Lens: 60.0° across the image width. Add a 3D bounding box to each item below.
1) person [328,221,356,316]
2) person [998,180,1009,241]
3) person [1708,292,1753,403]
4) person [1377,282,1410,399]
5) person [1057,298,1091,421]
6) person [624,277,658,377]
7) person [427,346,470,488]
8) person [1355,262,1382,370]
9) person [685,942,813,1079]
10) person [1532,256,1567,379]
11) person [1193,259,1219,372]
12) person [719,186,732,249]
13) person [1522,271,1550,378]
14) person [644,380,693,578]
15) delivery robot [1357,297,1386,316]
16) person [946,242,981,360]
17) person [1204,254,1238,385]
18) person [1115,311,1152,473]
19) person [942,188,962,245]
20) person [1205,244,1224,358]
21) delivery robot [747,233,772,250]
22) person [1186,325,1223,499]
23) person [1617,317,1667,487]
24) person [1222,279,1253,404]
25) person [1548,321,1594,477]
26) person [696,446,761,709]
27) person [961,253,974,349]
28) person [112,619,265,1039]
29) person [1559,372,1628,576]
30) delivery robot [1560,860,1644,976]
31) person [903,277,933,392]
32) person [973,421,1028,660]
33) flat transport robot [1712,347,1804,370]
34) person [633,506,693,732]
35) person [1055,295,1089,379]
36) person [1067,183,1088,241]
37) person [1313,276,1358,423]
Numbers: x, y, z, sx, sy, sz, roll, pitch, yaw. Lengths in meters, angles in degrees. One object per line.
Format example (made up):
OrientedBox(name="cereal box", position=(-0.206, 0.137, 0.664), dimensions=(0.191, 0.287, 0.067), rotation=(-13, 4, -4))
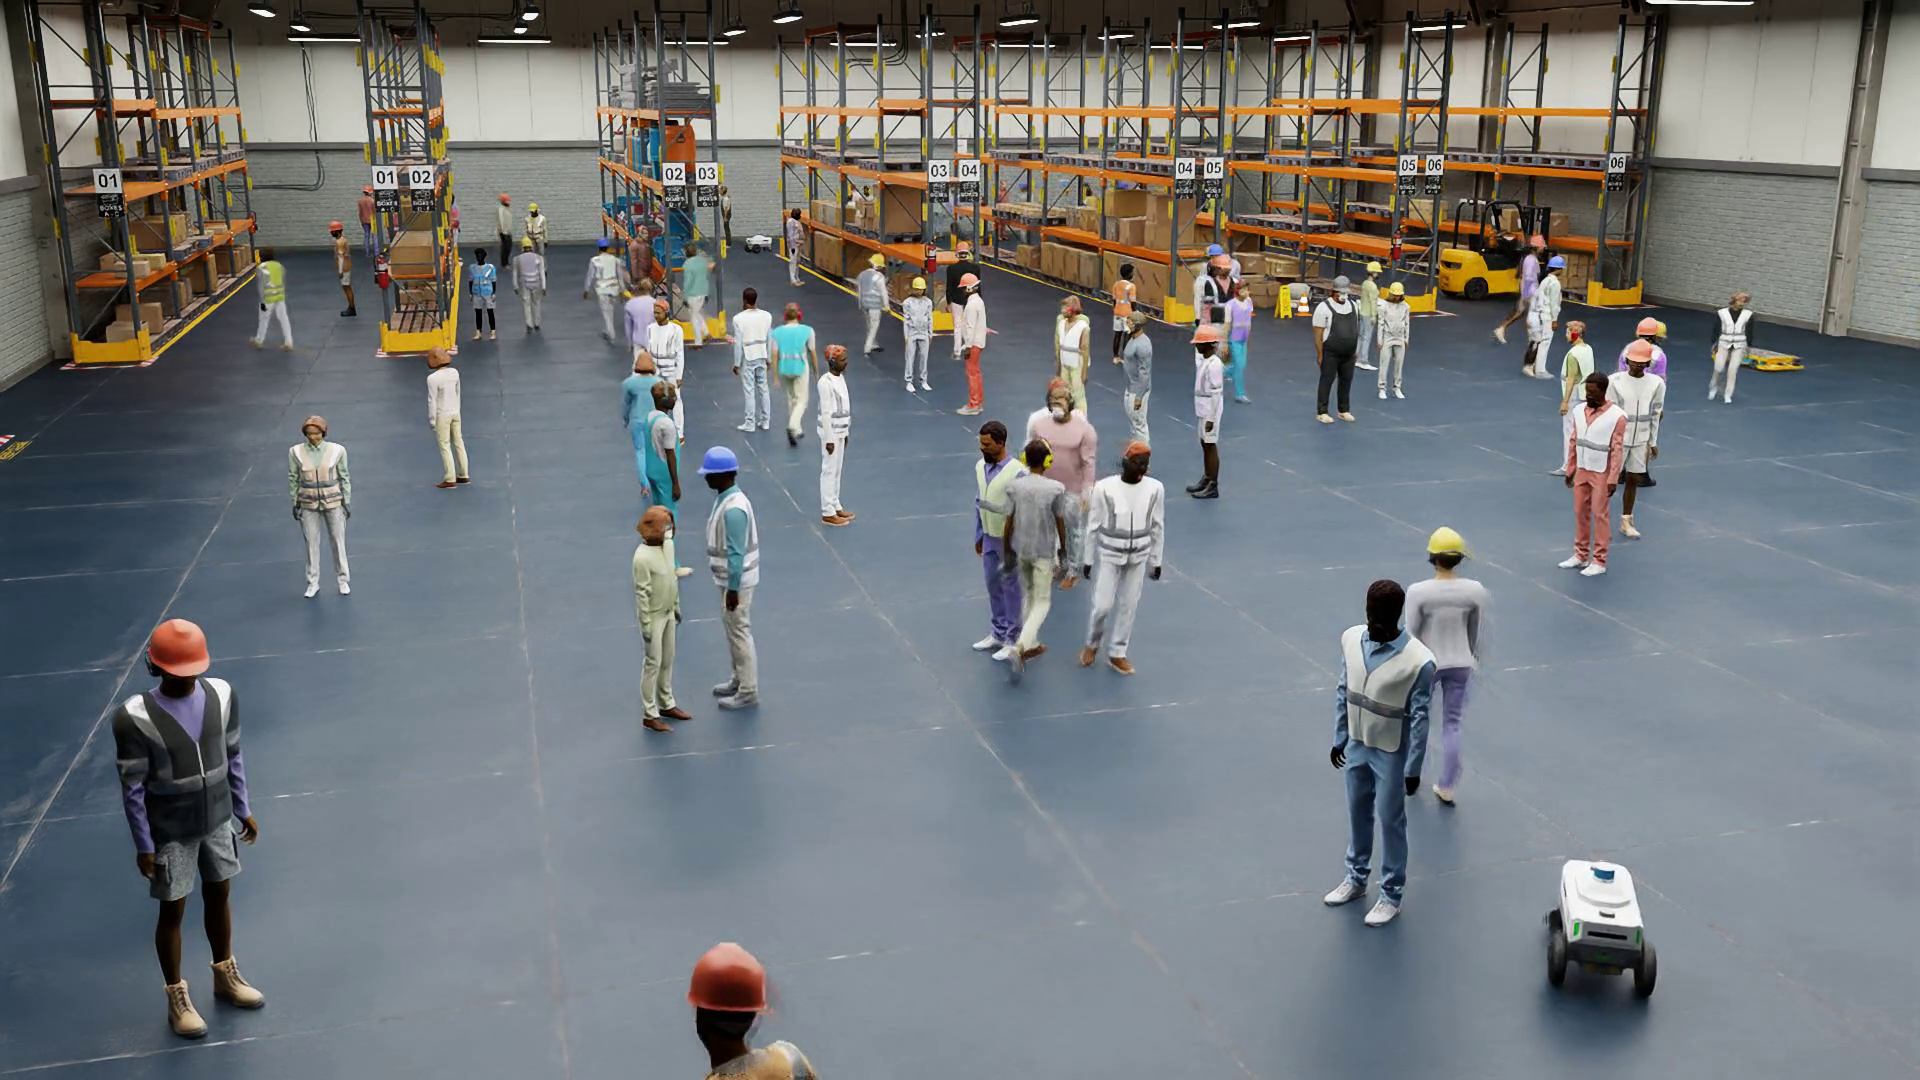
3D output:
OrientedBox(name="person", position=(-12.661, -5.550, 34.055), dimensions=(0.404, 1.928, 0.542), rotation=(-5, 16, -18))
OrientedBox(name="person", position=(1.333, -10.298, 51.972), dimensions=(0.400, 1.900, 0.650), rotation=(9, 18, 32))
OrientedBox(name="person", position=(11.268, -2.812, 24.322), dimensions=(0.533, 1.624, 0.415), rotation=(4, 15, 15))
OrientedBox(name="person", position=(6.421, -2.952, 24.641), dimensions=(0.494, 1.729, 0.325), rotation=(-3, 15, -9))
OrientedBox(name="person", position=(1.501, -2.266, 21.843), dimensions=(0.380, 1.841, 0.570), rotation=(-9, 18, -32))
OrientedBox(name="person", position=(-4.488, -2.807, 23.791), dimensions=(0.641, 1.896, 0.998), rotation=(2, 15, 9))
OrientedBox(name="person", position=(-5.883, -1.403, 19.024), dimensions=(0.294, 1.627, 0.499), rotation=(7, 16, 23))
OrientedBox(name="person", position=(6.729, -3.687, 27.342), dimensions=(0.329, 1.765, 0.526), rotation=(-1, 15, -5))
OrientedBox(name="person", position=(-0.637, 2.165, 5.070), dimensions=(0.771, 1.884, 0.559), rotation=(13, 20, 41))
OrientedBox(name="person", position=(9.385, -3.543, 26.489), dimensions=(0.434, 1.936, 0.617), rotation=(1, 15, 3))
OrientedBox(name="person", position=(4.072, -3.630, 26.983), dimensions=(0.633, 1.839, 0.429), rotation=(-8, 17, -28))
OrientedBox(name="person", position=(-6.959, -9.584, 49.398), dimensions=(0.344, 1.839, 0.503), rotation=(-2, 15, -7))
OrientedBox(name="person", position=(9.232, -3.457, 26.623), dimensions=(0.394, 1.685, 0.556), rotation=(1, 15, 4))
OrientedBox(name="person", position=(-2.739, -0.562, 15.430), dimensions=(0.328, 1.842, 0.514), rotation=(-10, 18, -33))
OrientedBox(name="delivery robot", position=(8.279, -4.669, 33.173), dimensions=(0.707, 0.478, 0.477), rotation=(3, 15, 11))
OrientedBox(name="person", position=(0.050, -4.064, 28.317), dimensions=(0.617, 1.993, 0.396), rotation=(-4, 15, -15))
OrientedBox(name="person", position=(4.059, -3.407, 25.782), dimensions=(0.610, 2.026, 0.449), rotation=(-5, 16, -18))
OrientedBox(name="person", position=(2.083, -1.747, 19.708), dimensions=(0.372, 1.940, 0.627), rotation=(-1, 15, -5))
OrientedBox(name="person", position=(-0.257, -9.879, 50.374), dimensions=(0.572, 1.908, 0.771), rotation=(7, 17, 26))
OrientedBox(name="person", position=(4.395, -4.101, 28.570), dimensions=(0.414, 1.941, 0.607), rotation=(1, 15, 4))
OrientedBox(name="delivery robot", position=(-5.808, -8.635, 48.099), dimensions=(0.707, 0.478, 0.477), rotation=(-12, 19, -37))
OrientedBox(name="person", position=(2.732, -1.421, 18.488), dimensions=(0.376, 1.934, 0.547), rotation=(0, 15, -2))
OrientedBox(name="person", position=(7.807, -1.576, 19.056), dimensions=(0.347, 1.943, 0.544), rotation=(-14, 20, -42))
OrientedBox(name="person", position=(4.009, -2.922, 24.362), dimensions=(0.723, 1.817, 0.577), rotation=(14, 20, 42))
OrientedBox(name="person", position=(7.250, -1.656, 19.578), dimensions=(0.397, 1.833, 0.566), rotation=(11, 18, 36))
OrientedBox(name="person", position=(-1.677, 0.265, 12.144), dimensions=(0.430, 1.936, 0.628), rotation=(-4, 15, -14))
OrientedBox(name="person", position=(0.107, -4.257, 29.527), dimensions=(0.303, 1.743, 0.493), rotation=(5, 16, 19))
OrientedBox(name="person", position=(-3.632, 1.343, 7.902), dimensions=(0.400, 2.033, 0.605), rotation=(10, 18, 34))
OrientedBox(name="person", position=(5.938, -0.631, 15.575), dimensions=(0.405, 1.909, 0.599), rotation=(-7, 17, -26))
OrientedBox(name="delivery robot", position=(3.275, 1.887, 8.505), dimensions=(0.477, 0.478, 0.707), rotation=(4, 15, 15))
OrientedBox(name="person", position=(-0.633, -3.121, 25.272), dimensions=(0.481, 1.734, 0.329), rotation=(-6, 16, -21))
OrientedBox(name="person", position=(0.323, -0.014, 13.256), dimensions=(0.409, 1.907, 0.595), rotation=(-11, 18, -35))
OrientedBox(name="flat transport robot", position=(13.303, -3.033, 27.742), dimensions=(0.652, 0.197, 1.431), rotation=(-3, 15, -13))
OrientedBox(name="person", position=(-2.110, 0.544, 11.690), dimensions=(0.295, 1.623, 0.507), rotation=(5, 16, 17))
OrientedBox(name="person", position=(1.598, -2.686, 23.818), dimensions=(0.501, 1.636, 0.278), rotation=(4, 15, 14))
OrientedBox(name="person", position=(3.758, -10.108, 51.385), dimensions=(0.935, 1.827, 0.515), rotation=(4, 15, 13))
OrientedBox(name="person", position=(5.189, -2.624, 22.811), dimensions=(0.685, 2.000, 0.536), rotation=(-7, 16, -23))
